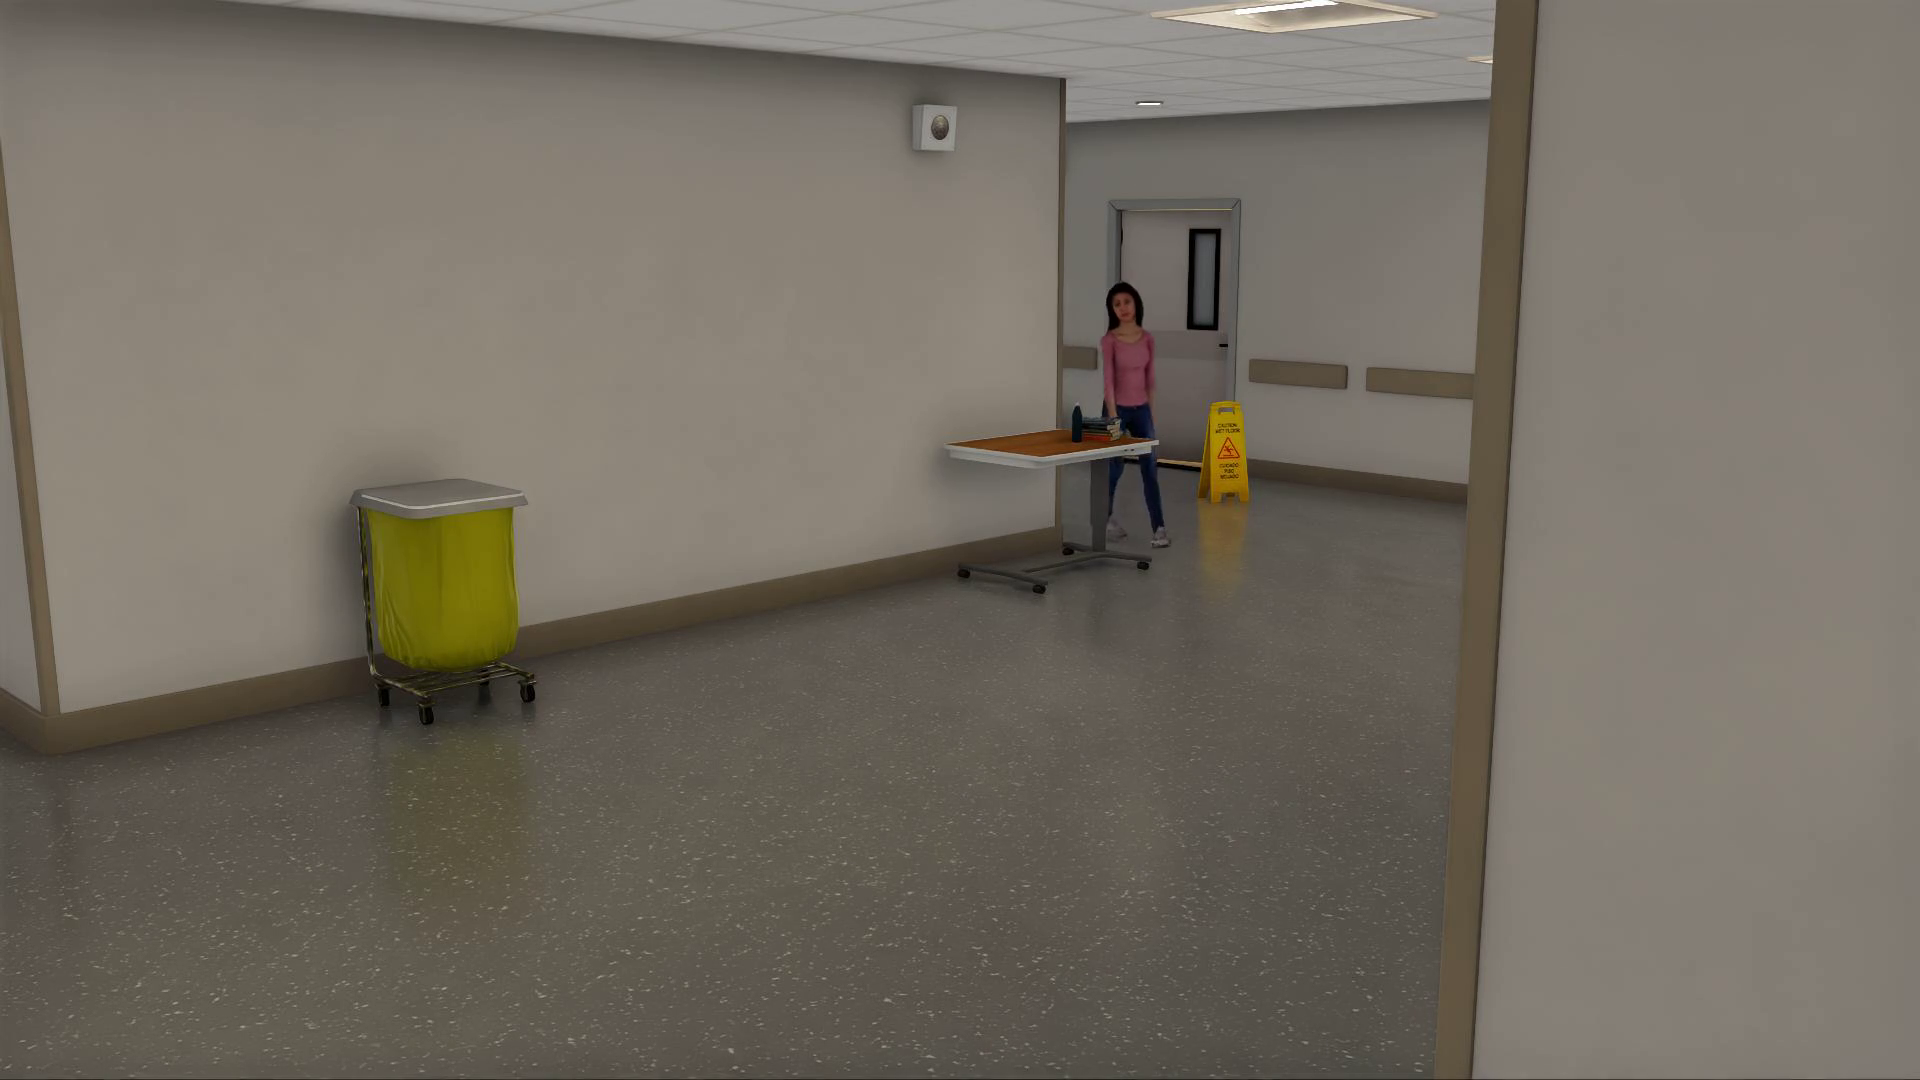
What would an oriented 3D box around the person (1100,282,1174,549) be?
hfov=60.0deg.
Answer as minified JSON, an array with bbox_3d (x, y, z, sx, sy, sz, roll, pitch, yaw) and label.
[{"bbox_3d":[1.042,-0.791,10.860,0.881,1.690,1.203,-5,12,-26],"label":"person"}]
